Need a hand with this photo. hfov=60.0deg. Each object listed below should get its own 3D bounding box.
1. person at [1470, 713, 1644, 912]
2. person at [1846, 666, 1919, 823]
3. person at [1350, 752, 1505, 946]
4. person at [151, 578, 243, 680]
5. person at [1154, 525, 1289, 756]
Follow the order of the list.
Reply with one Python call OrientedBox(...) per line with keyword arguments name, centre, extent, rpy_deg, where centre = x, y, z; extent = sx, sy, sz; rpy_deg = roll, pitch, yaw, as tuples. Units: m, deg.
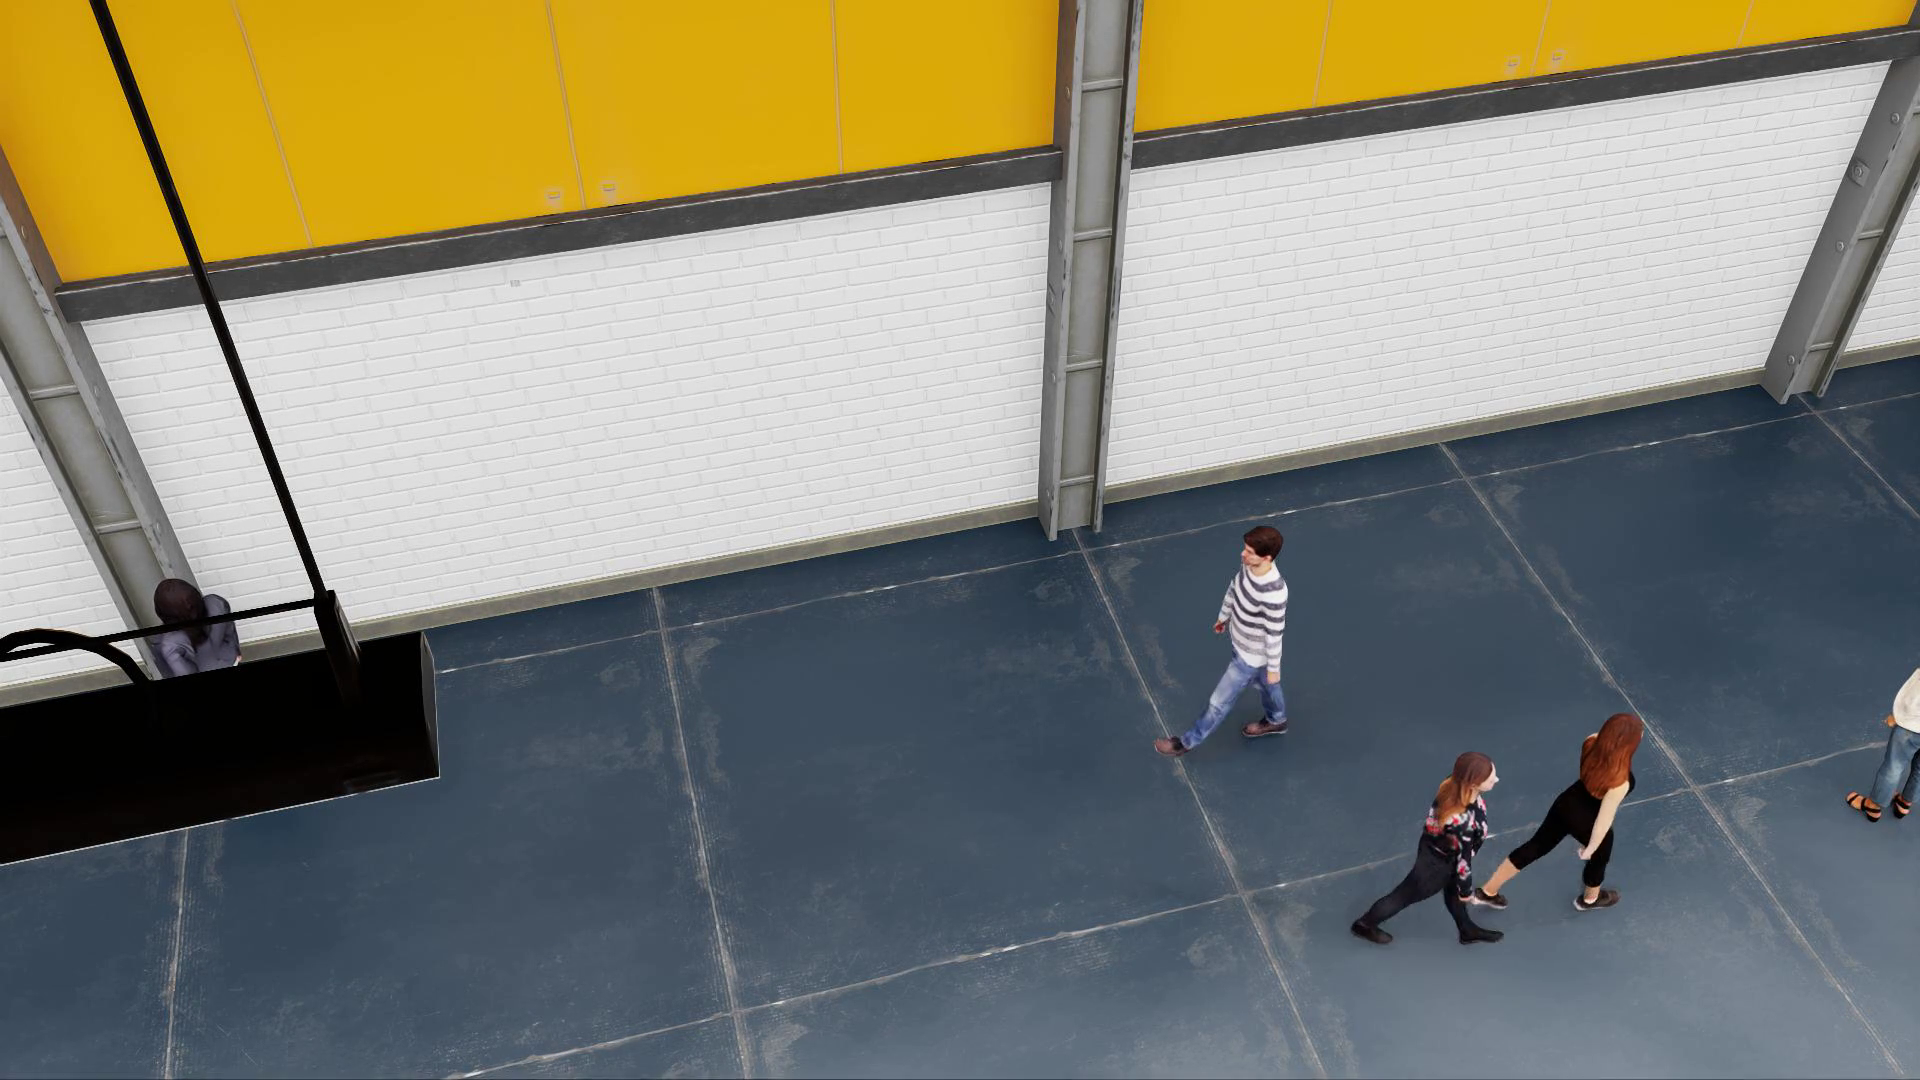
OrientedBox(name="person", centre=(3.310, 1.528, 9.087), extent=(1.112, 1.694, 0.553), rpy_deg=(-10, 45, -10))
OrientedBox(name="person", centre=(5.614, 1.035, 9.614), extent=(0.524, 1.682, 0.713), rpy_deg=(-4, 44, -5))
OrientedBox(name="person", centre=(2.493, 1.705, 8.946), extent=(1.154, 1.632, 0.918), rpy_deg=(8, 44, 9))
OrientedBox(name="person", centre=(-4.481, 0.801, 9.920), extent=(0.829, 1.597, 0.795), rpy_deg=(12, 45, 12))
OrientedBox(name="person", centre=(1.837, 0.613, 9.965), extent=(1.167, 1.808, 0.767), rpy_deg=(-6, 44, -6))
